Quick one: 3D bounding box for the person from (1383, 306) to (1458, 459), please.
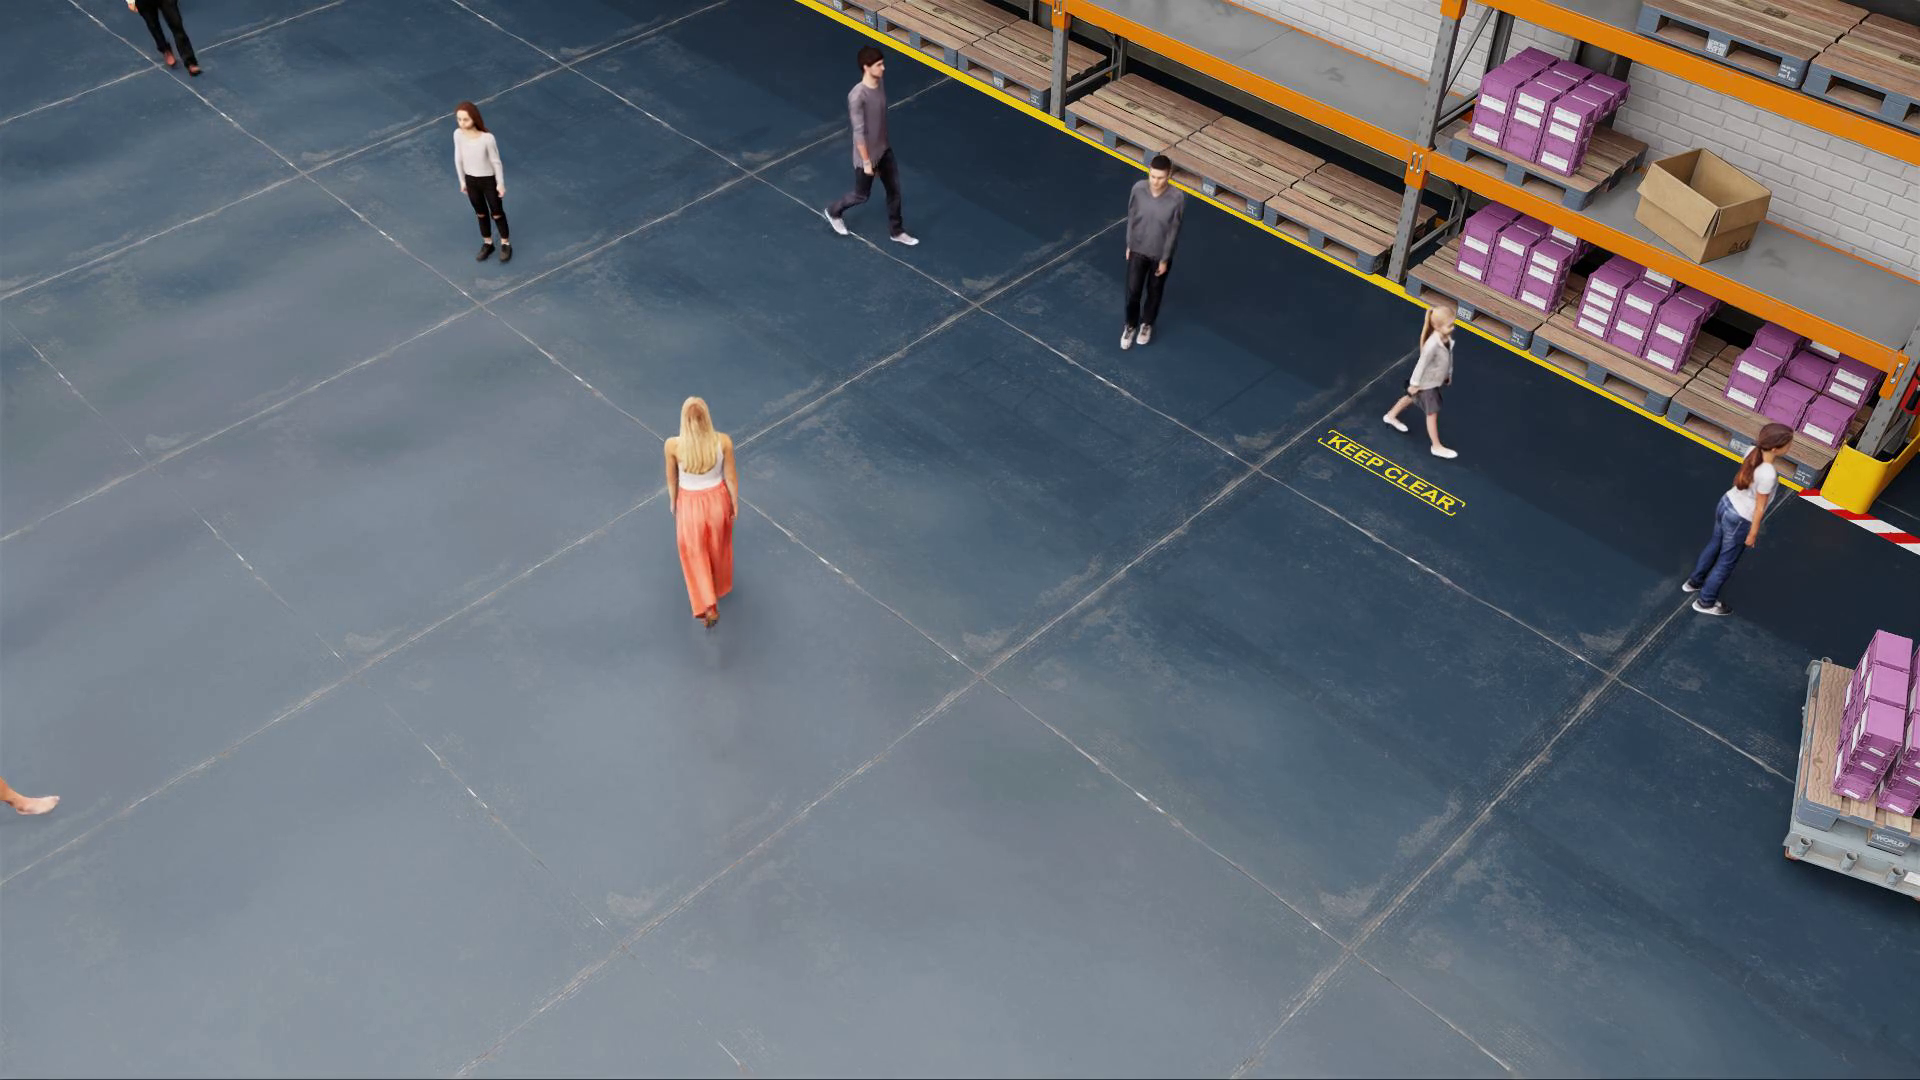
[{"bbox_3d":[3.472,-1.242,12.520,0.906,1.243,0.570,29,51,27],"label":"person"}]

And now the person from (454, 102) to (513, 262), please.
[{"bbox_3d":[-4.100,-3.090,14.285,0.594,1.484,0.678,6,44,6],"label":"person"}]

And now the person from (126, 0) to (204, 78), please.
[{"bbox_3d":[-8.135,-5.527,16.680,0.825,1.709,1.180,-26,49,-25],"label":"person"}]

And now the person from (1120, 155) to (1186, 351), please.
[{"bbox_3d":[1.561,-2.357,13.323,0.713,1.748,0.794,12,45,12],"label":"person"}]

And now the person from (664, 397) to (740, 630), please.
[{"bbox_3d":[-1.691,-0.150,10.981,0.963,1.785,1.090,-6,44,-6],"label":"person"}]

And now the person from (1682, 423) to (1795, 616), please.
[{"bbox_3d":[5.236,-0.170,11.163,0.681,1.562,0.619,0,44,0],"label":"person"}]

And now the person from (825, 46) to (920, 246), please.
[{"bbox_3d":[-0.841,-3.370,14.332,1.165,1.825,0.848,23,48,22],"label":"person"}]
